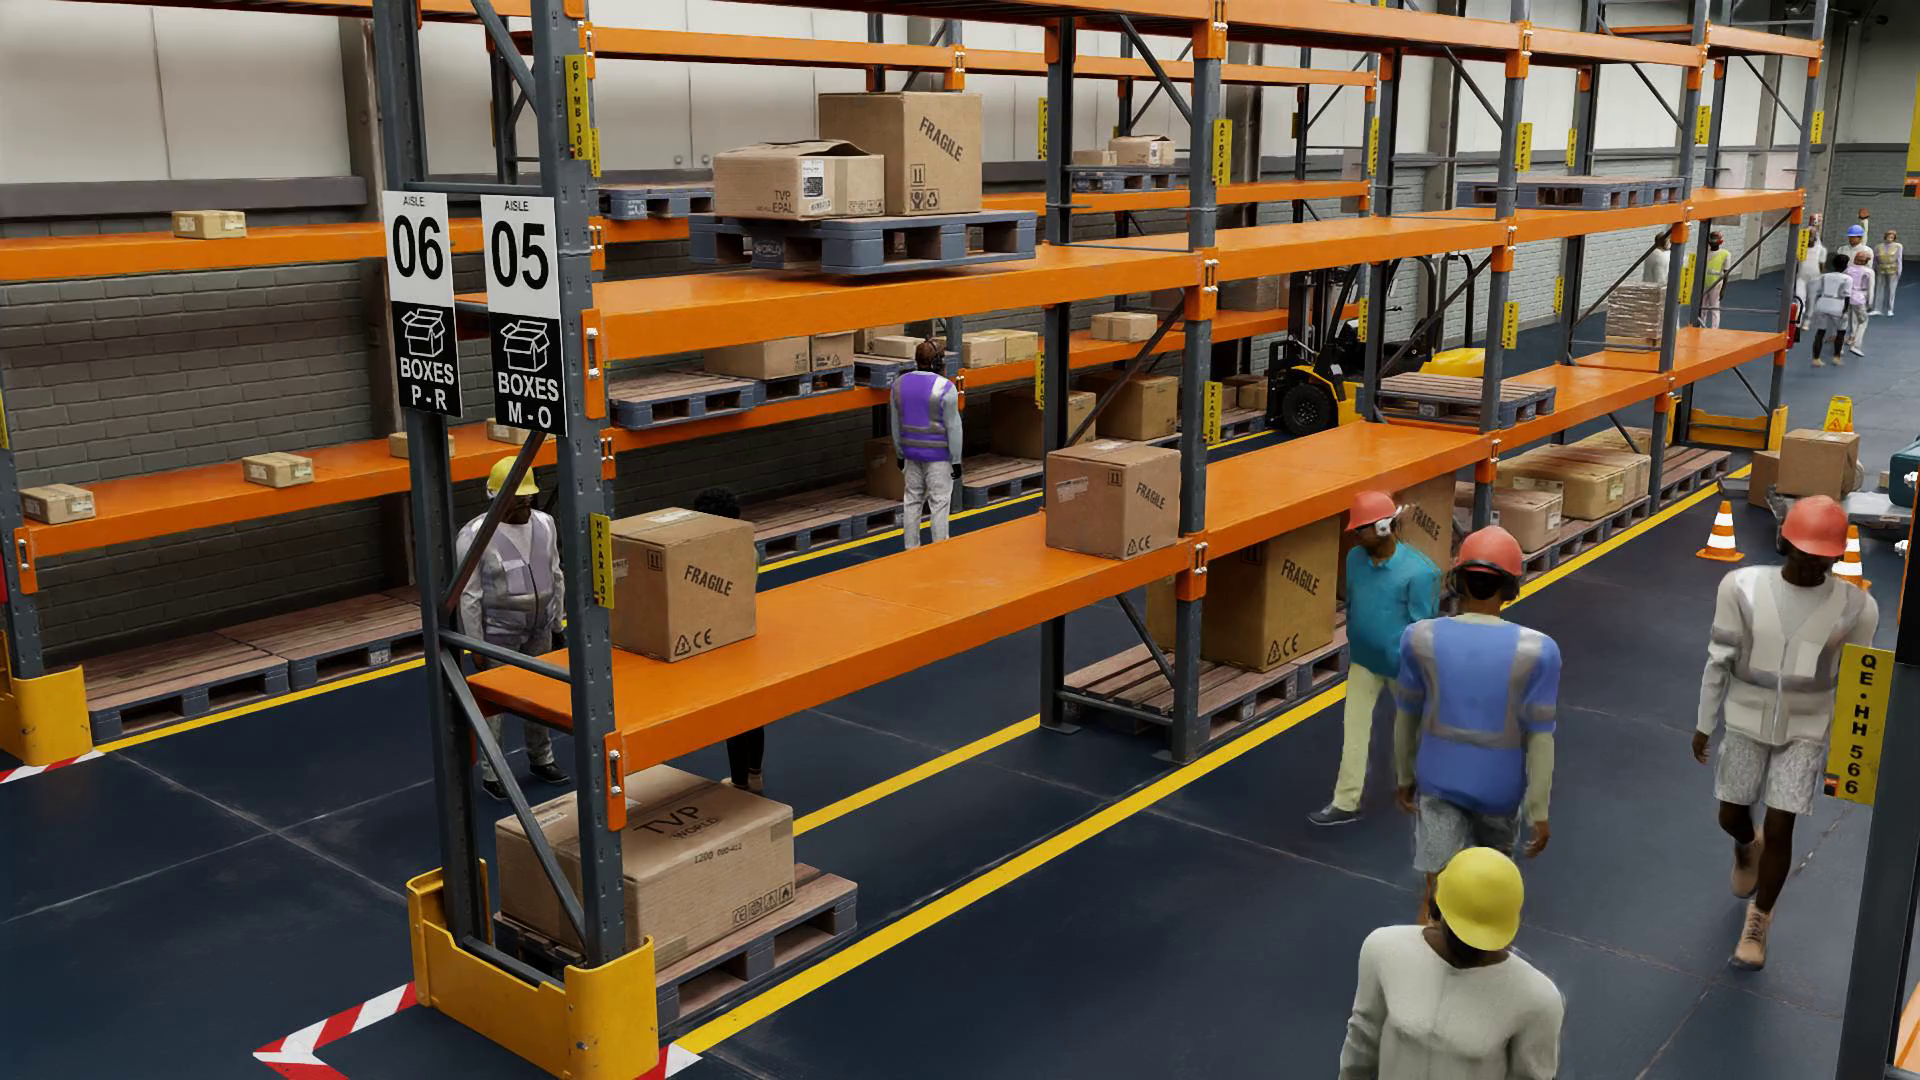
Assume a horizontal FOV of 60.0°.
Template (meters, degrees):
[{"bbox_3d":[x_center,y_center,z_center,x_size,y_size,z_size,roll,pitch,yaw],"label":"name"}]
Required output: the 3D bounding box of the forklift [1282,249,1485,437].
[{"bbox_3d":[4.886,-2.214,18.767,2.313,2.155,1.214,11,18,38],"label":"forklift"}]

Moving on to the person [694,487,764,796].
[{"bbox_3d":[-1.174,0.566,8.482,0.322,1.692,0.533,4,14,14],"label":"person"}]

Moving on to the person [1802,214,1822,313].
[{"bbox_3d":[16.378,-5.329,32.065,0.400,1.900,0.646,5,15,19],"label":"person"}]

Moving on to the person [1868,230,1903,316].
[{"bbox_3d":[17.536,-5.048,31.477,0.382,1.626,0.587,-12,18,-40],"label":"person"}]

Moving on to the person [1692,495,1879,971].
[{"bbox_3d":[3.457,0.762,7.015,0.630,2.017,0.689,8,16,30],"label":"person"}]

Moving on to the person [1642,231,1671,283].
[{"bbox_3d":[10.780,-3.815,25.846,0.378,1.930,0.624,2,14,7],"label":"person"}]

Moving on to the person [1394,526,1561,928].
[{"bbox_3d":[1.965,0.934,6.414,0.617,1.979,1.092,6,15,24],"label":"person"}]

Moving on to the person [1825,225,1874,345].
[{"bbox_3d":[14.595,-4.180,27.276,0.389,1.946,0.614,-10,17,-34],"label":"person"}]

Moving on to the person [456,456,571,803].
[{"bbox_3d":[-2.313,0.456,8.673,0.404,1.823,0.590,12,18,39],"label":"person"}]

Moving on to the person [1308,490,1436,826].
[{"bbox_3d":[2.182,0.579,8.452,0.920,1.688,0.592,-11,18,-38],"label":"person"}]

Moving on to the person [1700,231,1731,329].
[{"bbox_3d":[12.315,-4.127,27.274,0.390,1.846,0.565,-9,16,-31],"label":"person"}]

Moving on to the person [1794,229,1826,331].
[{"bbox_3d":[14.743,-4.506,28.939,0.519,1.804,0.958,7,15,25],"label":"person"}]

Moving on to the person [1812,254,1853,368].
[{"bbox_3d":[12.938,-3.387,24.604,0.636,1.671,0.548,-10,17,-36],"label":"person"}]

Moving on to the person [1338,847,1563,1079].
[{"bbox_3d":[1.220,1.571,4.298,0.570,1.731,0.362,8,16,29],"label":"person"}]

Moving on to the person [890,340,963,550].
[{"bbox_3d":[-0.239,-0.666,13.192,0.636,1.841,0.429,9,16,33],"label":"person"}]

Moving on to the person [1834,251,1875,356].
[{"bbox_3d":[13.937,-3.681,25.906,0.351,1.622,0.522,-10,17,-35],"label":"person"}]
